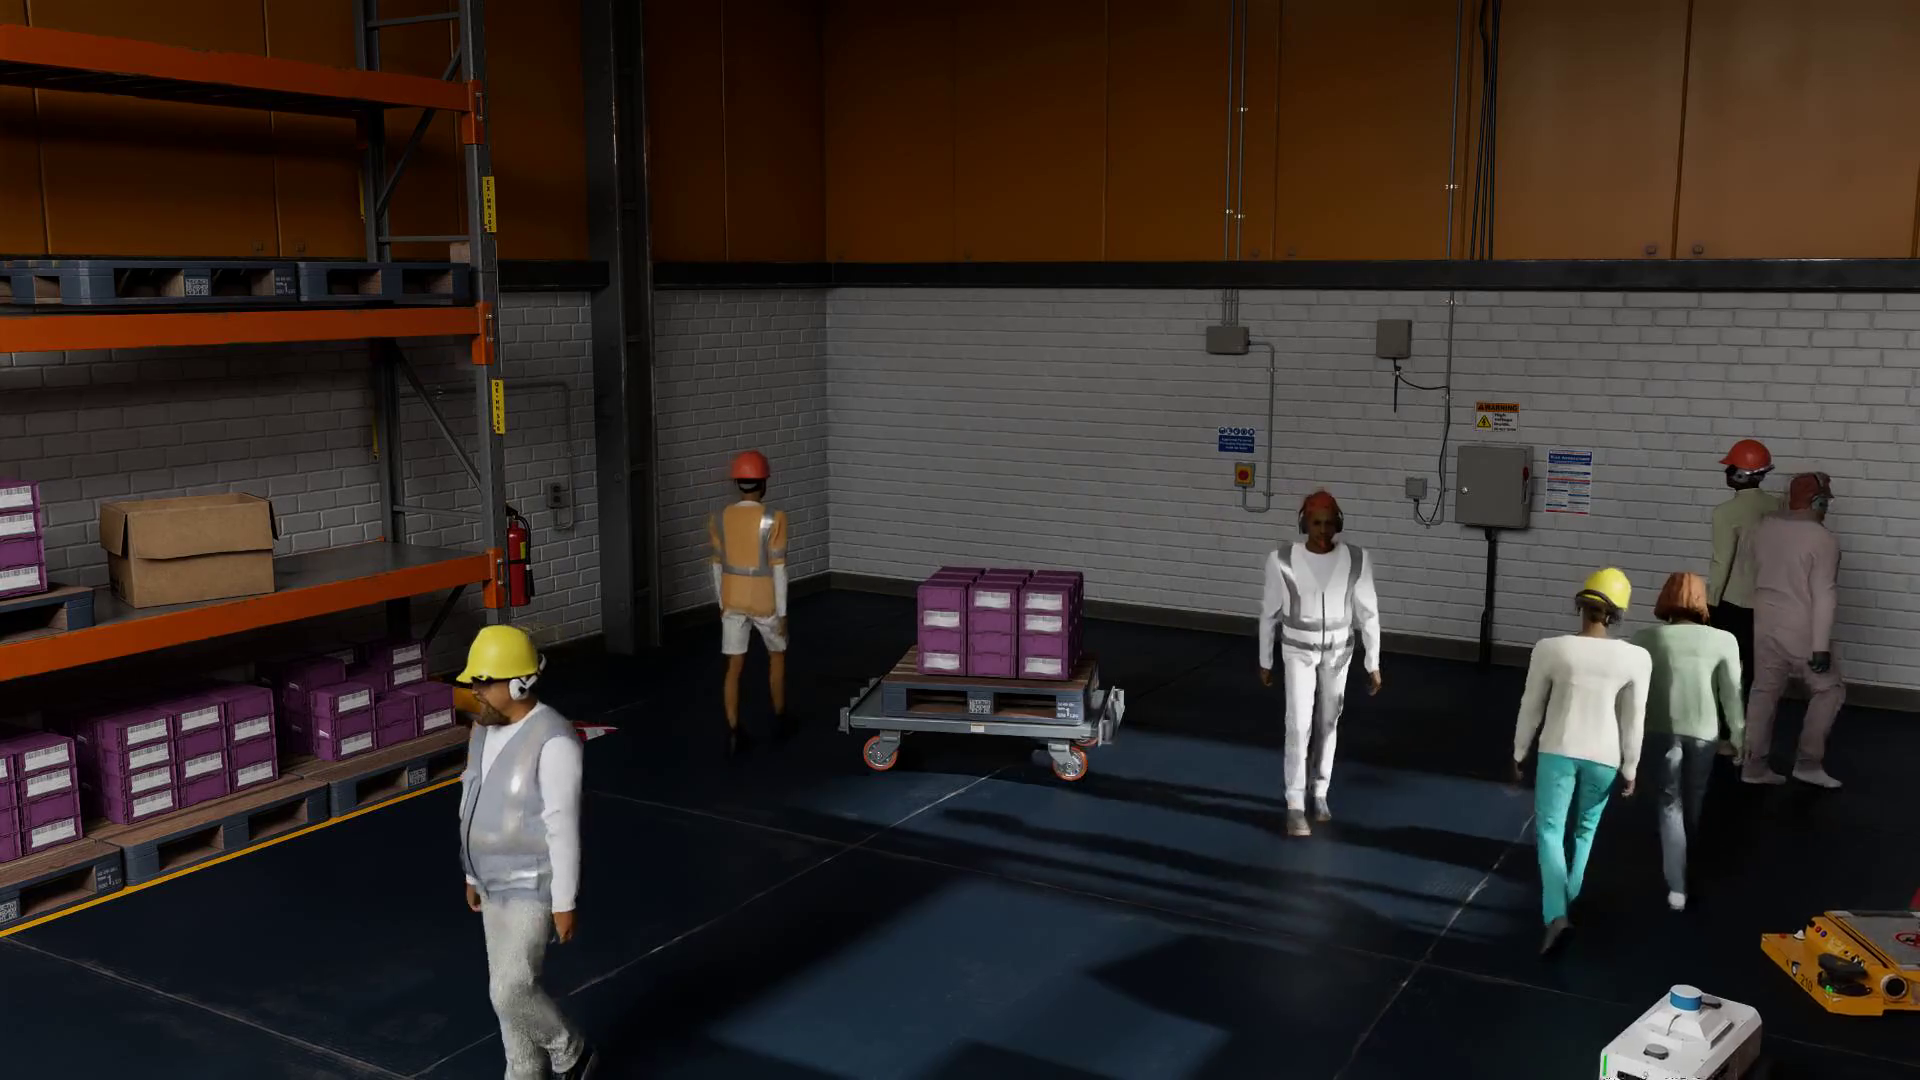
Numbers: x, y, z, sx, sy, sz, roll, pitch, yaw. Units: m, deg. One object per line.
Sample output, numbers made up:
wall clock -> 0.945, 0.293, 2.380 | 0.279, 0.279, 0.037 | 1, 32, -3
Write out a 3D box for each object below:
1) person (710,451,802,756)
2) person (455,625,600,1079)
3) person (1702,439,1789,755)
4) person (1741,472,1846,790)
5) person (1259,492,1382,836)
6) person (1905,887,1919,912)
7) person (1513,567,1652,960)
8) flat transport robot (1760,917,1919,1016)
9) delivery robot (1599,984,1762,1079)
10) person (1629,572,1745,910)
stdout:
person -> -1.301, 0.381, 10.665 | 0.567, 1.899, 0.851 | 3, 10, 18
person -> -1.567, 1.192, 5.876 | 0.431, 1.817, 0.615 | -9, 13, -43
person -> 4.930, 0.360, 10.509 | 0.622, 1.997, 0.372 | -5, 10, -26
person -> 4.938, 0.538, 9.742 | 0.683, 1.880, 0.675 | -3, 9, -16
person -> 1.952, 0.672, 9.004 | 0.607, 1.856, 0.762 | 0, 9, 0
person -> 4.766, 1.001, 7.425 | 0.922, 1.726, 0.516 | 5, 11, 31
person -> 2.781, 0.985, 7.451 | 0.551, 1.732, 0.820 | 2, 9, 14
flat transport robot -> 4.246, 1.781, 7.008 | 1.431, 0.197, 0.652 | 0, 9, 3
delivery robot -> 2.506, 1.791, 5.776 | 0.477, 0.478, 0.707 | 8, 12, 42
person -> 3.532, 0.946, 8.132 | 0.531, 1.578, 0.825 | 2, 9, 13
